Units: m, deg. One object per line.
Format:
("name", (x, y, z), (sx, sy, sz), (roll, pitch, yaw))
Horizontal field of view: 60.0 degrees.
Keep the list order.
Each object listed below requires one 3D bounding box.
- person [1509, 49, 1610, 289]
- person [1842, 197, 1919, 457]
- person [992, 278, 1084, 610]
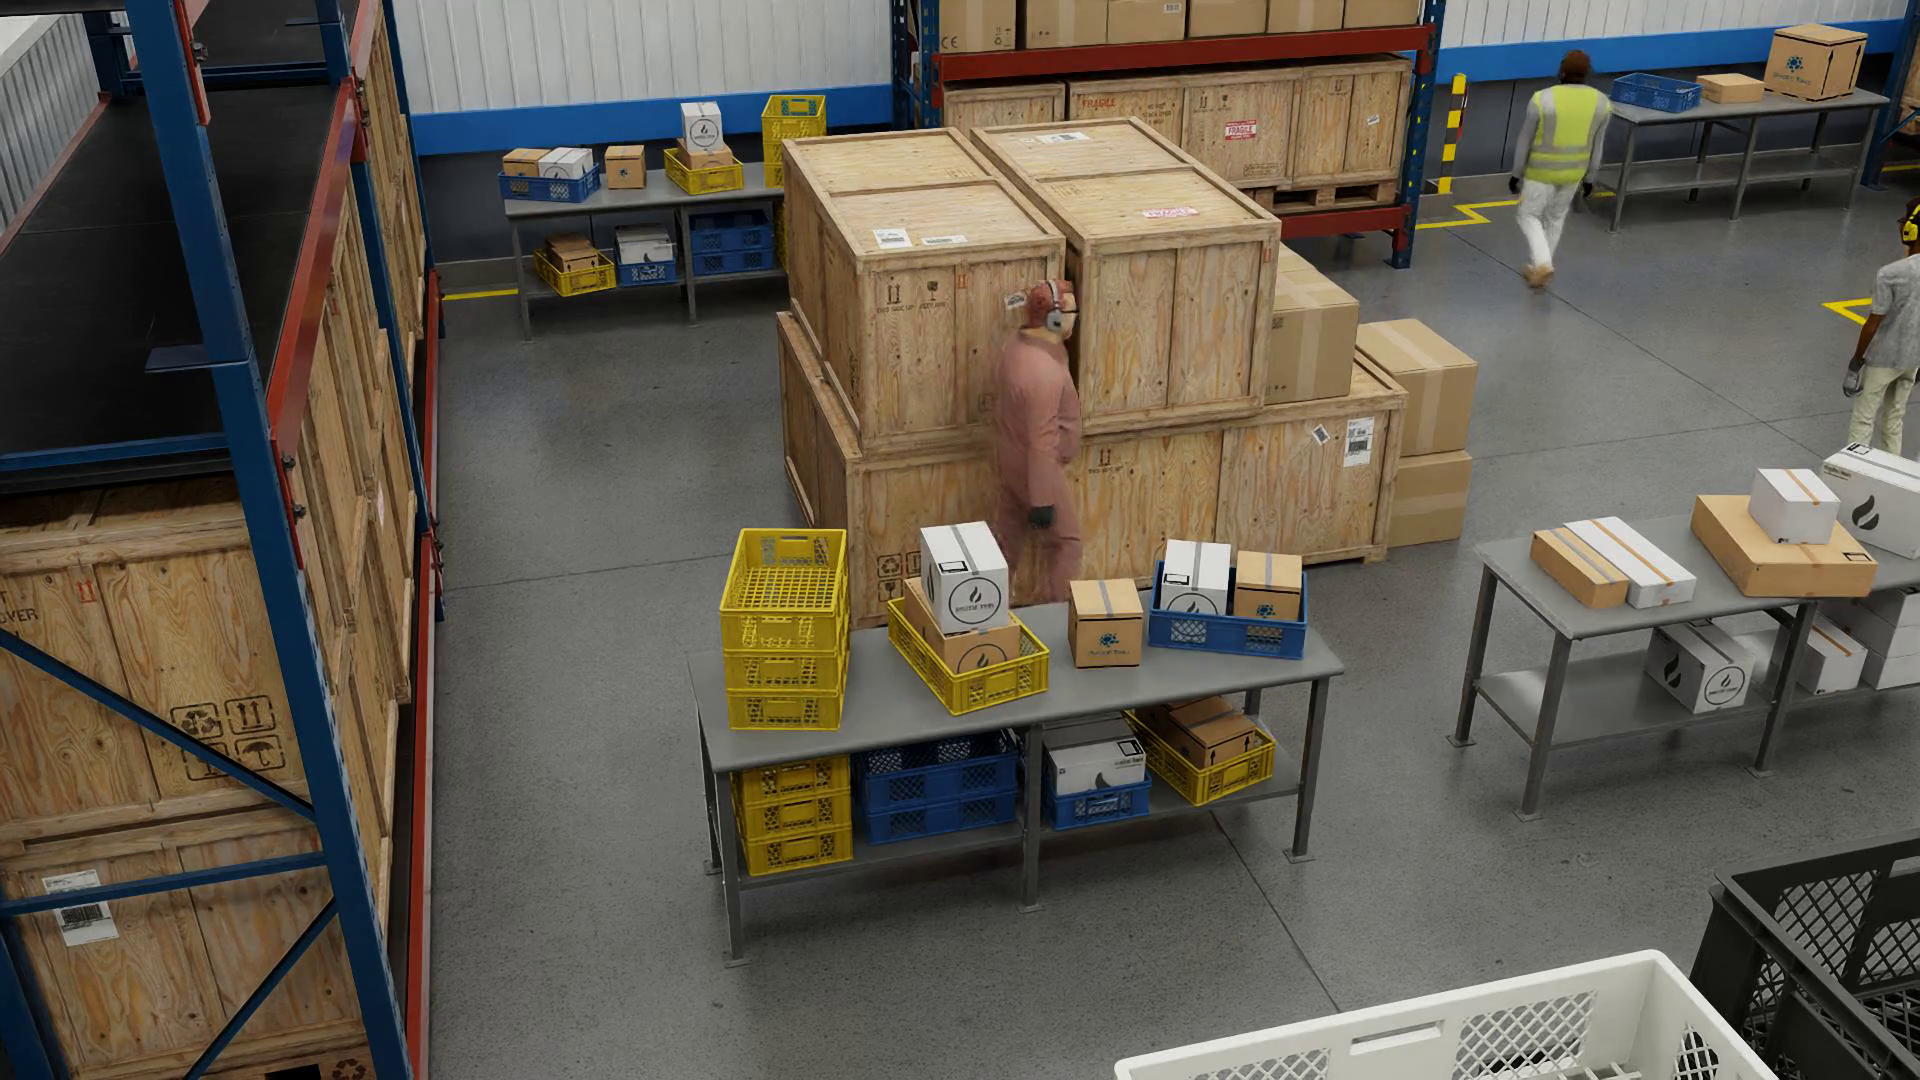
("person", (4.470, -2.752, 12.488), (0.646, 1.816, 0.553), (-2, 29, -4))
("person", (5.164, -0.985, 9.247), (0.502, 1.861, 0.328), (-6, 29, -11))
("person", (0.449, -0.349, 8.055), (0.776, 1.887, 0.693), (-6, 29, -10))
